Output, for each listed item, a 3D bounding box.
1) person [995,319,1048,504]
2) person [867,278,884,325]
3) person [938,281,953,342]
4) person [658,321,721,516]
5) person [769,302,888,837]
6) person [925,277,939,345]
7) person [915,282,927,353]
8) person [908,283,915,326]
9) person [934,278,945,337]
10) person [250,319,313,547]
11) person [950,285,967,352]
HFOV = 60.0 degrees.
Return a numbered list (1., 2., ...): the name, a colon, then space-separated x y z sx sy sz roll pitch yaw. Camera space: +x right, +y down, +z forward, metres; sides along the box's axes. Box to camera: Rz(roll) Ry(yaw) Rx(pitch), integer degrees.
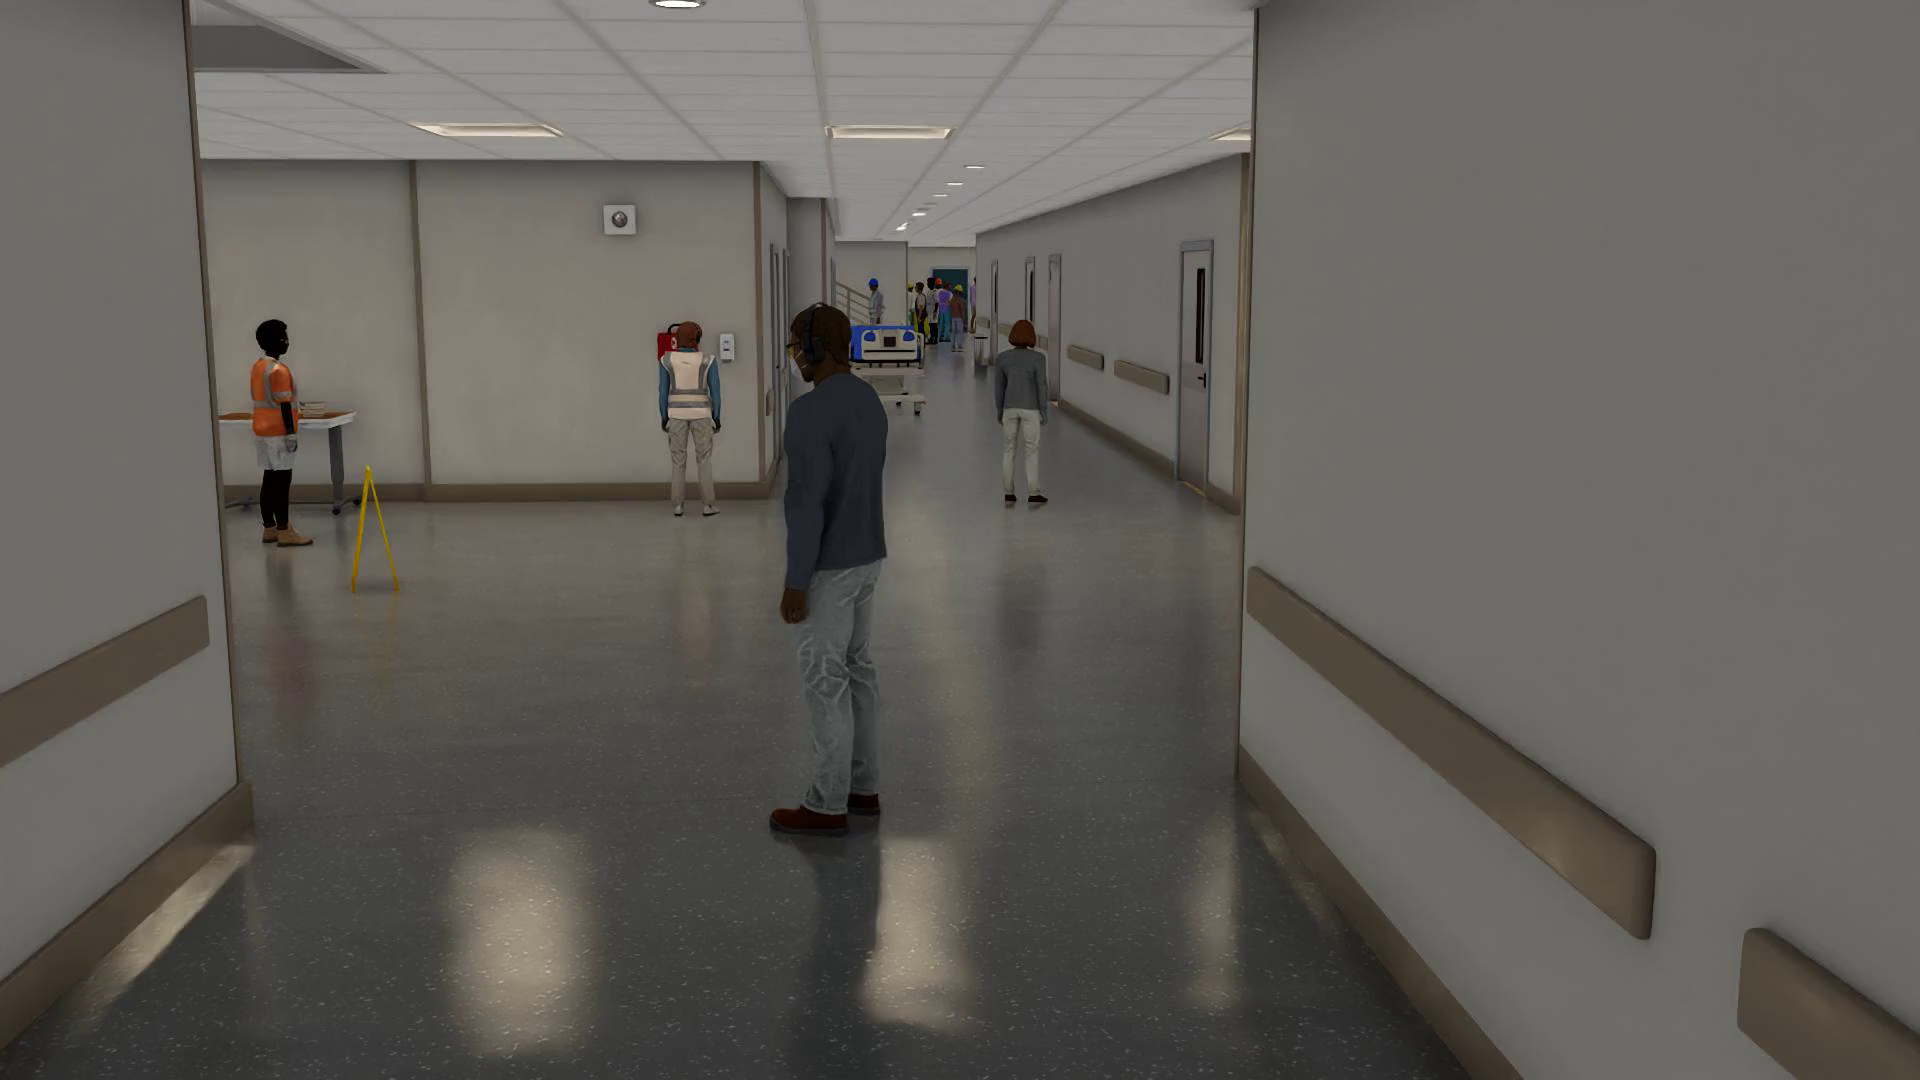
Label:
1. person: 0.550 -1.133 14.745 0.499 1.634 0.285 5 10 27
2. person: -2.163 -5.708 42.530 0.408 1.943 0.612 -4 10 -24
3. person: -0.450 -6.929 50.518 0.568 1.839 0.387 8 12 41
4. person: -2.266 -1.014 13.981 0.523 1.638 0.310 0 9 1
5. person: -0.465 0.105 6.077 0.386 1.927 0.636 3 10 19
6. person: -0.808 -6.600 48.023 0.368 1.967 0.600 -4 10 -24
7. person: -1.045 -5.811 43.445 0.346 1.846 0.506 1 9 4
8. person: -1.663 -7.786 56.097 0.304 1.771 0.523 3 9 18
9. person: -0.702 -7.599 54.438 0.539 1.929 0.384 -3 10 -20
10. person: -5.101 -0.797 12.439 0.315 1.696 0.541 -8 12 -43
11. person: -0.045 -5.840 43.889 0.308 1.769 0.525 -8 12 -41
